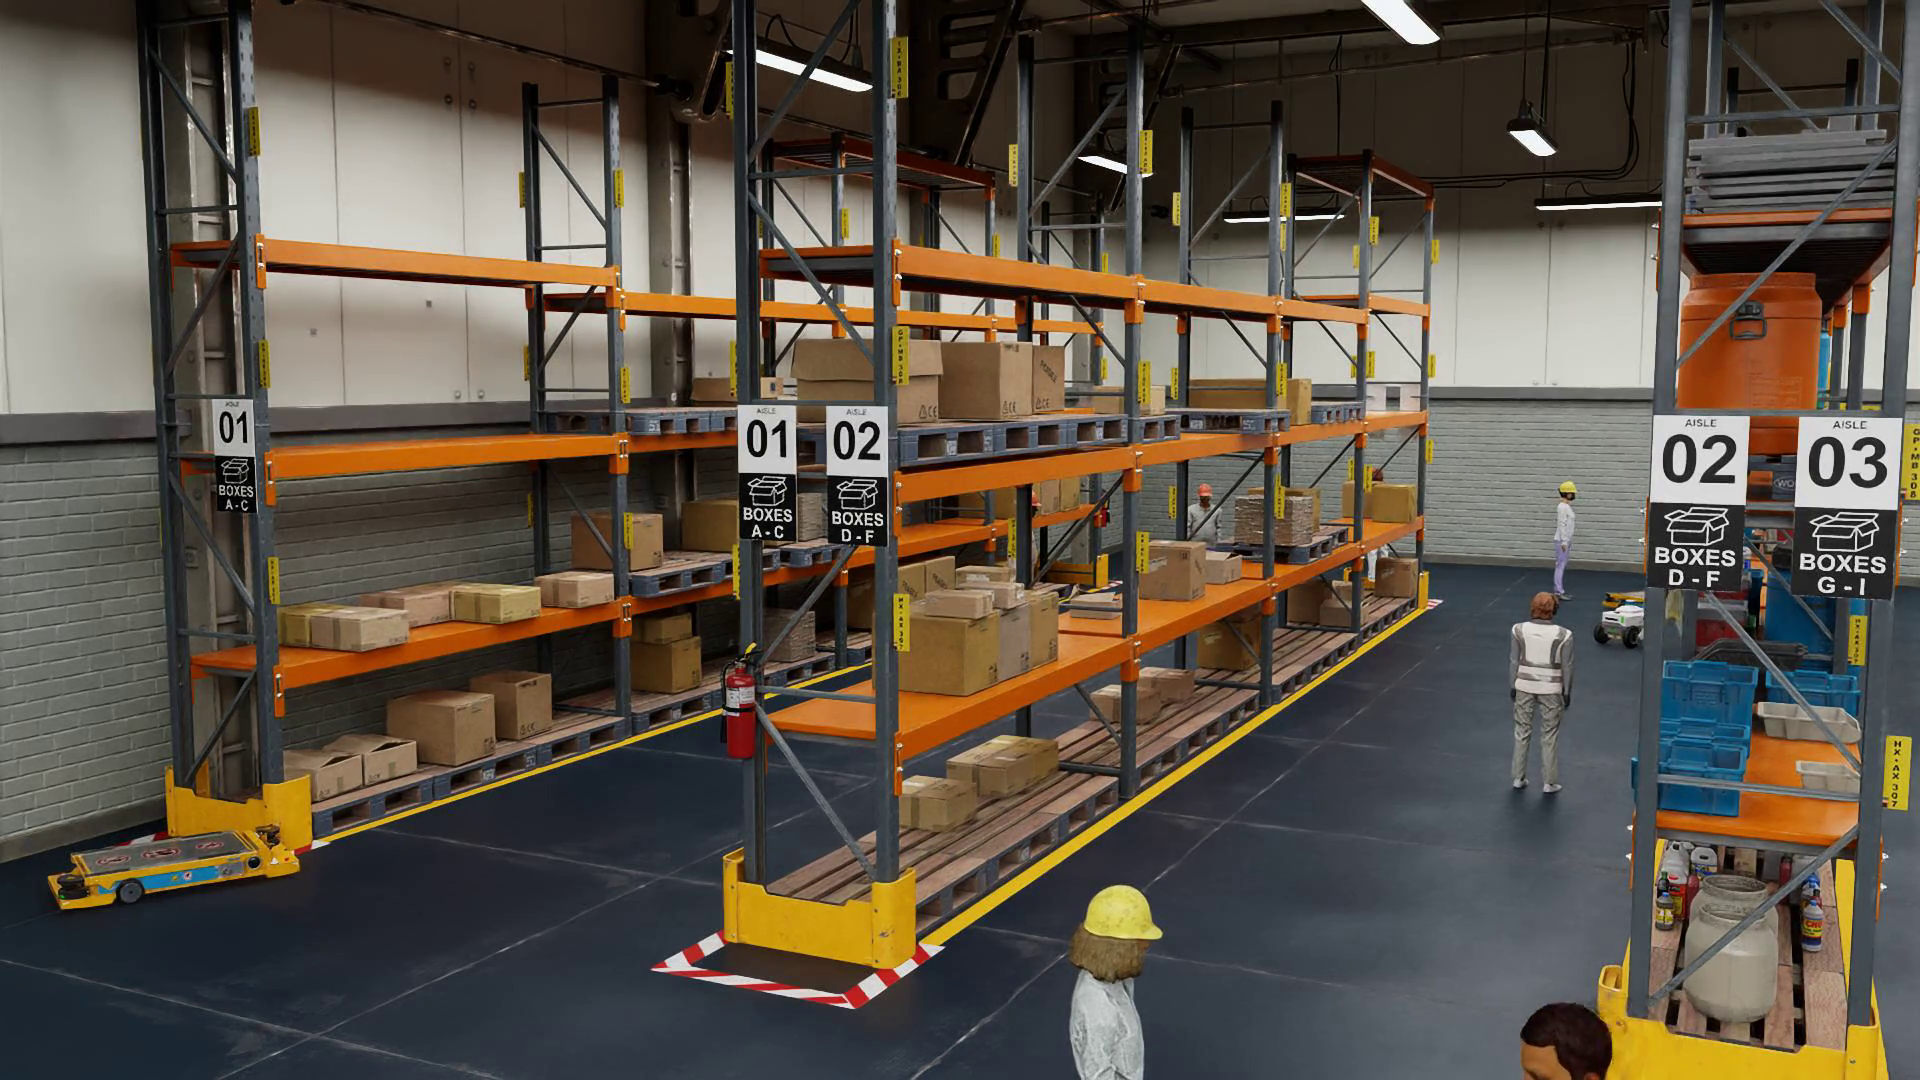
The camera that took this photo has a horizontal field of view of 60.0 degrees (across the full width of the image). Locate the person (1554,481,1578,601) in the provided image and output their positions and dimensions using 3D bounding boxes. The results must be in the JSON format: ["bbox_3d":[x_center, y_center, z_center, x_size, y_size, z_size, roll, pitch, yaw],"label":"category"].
[{"bbox_3d":[8.988,0.014,24.682,0.310,1.769,0.525,3,7,26],"label":"person"}]

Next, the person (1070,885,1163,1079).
[{"bbox_3d":[0.505,1.998,5.537,0.325,1.736,0.485,1,6,6],"label":"person"}]

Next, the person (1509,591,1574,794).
[{"bbox_3d":[4.703,1.232,13.488,0.509,1.629,0.314,4,7,33],"label":"person"}]

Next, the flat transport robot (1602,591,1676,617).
[{"bbox_3d":[9.806,0.892,23.326,0.652,0.197,1.431,-3,7,-27],"label":"flat transport robot"}]

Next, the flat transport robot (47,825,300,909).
[{"bbox_3d":[-5.212,2.156,11.040,1.431,0.197,0.652,-4,7,-35],"label":"flat transport robot"}]

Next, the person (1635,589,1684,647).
[{"bbox_3d":[8.660,0.518,20.140,0.833,1.699,0.627,3,6,23],"label":"person"}]

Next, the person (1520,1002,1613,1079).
[{"bbox_3d":[1.593,2.076,4.190,1.000,1.867,0.598,-2,6,-20],"label":"person"}]

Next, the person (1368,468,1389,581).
[{"bbox_3d":[6.526,-0.189,26.095,0.576,1.881,0.354,-3,6,-24],"label":"person"}]

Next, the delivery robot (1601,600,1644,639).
[{"bbox_3d":[8.297,0.984,20.621,0.707,0.478,0.477,-4,7,-33],"label":"delivery robot"}]

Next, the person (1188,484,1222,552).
[{"bbox_3d":[3.576,0.046,24.414,0.560,1.753,0.327,0,6,-4],"label":"person"}]

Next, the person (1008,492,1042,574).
[{"bbox_3d":[0.771,0.402,19.845,0.406,1.989,0.622,-1,6,-5],"label":"person"}]
